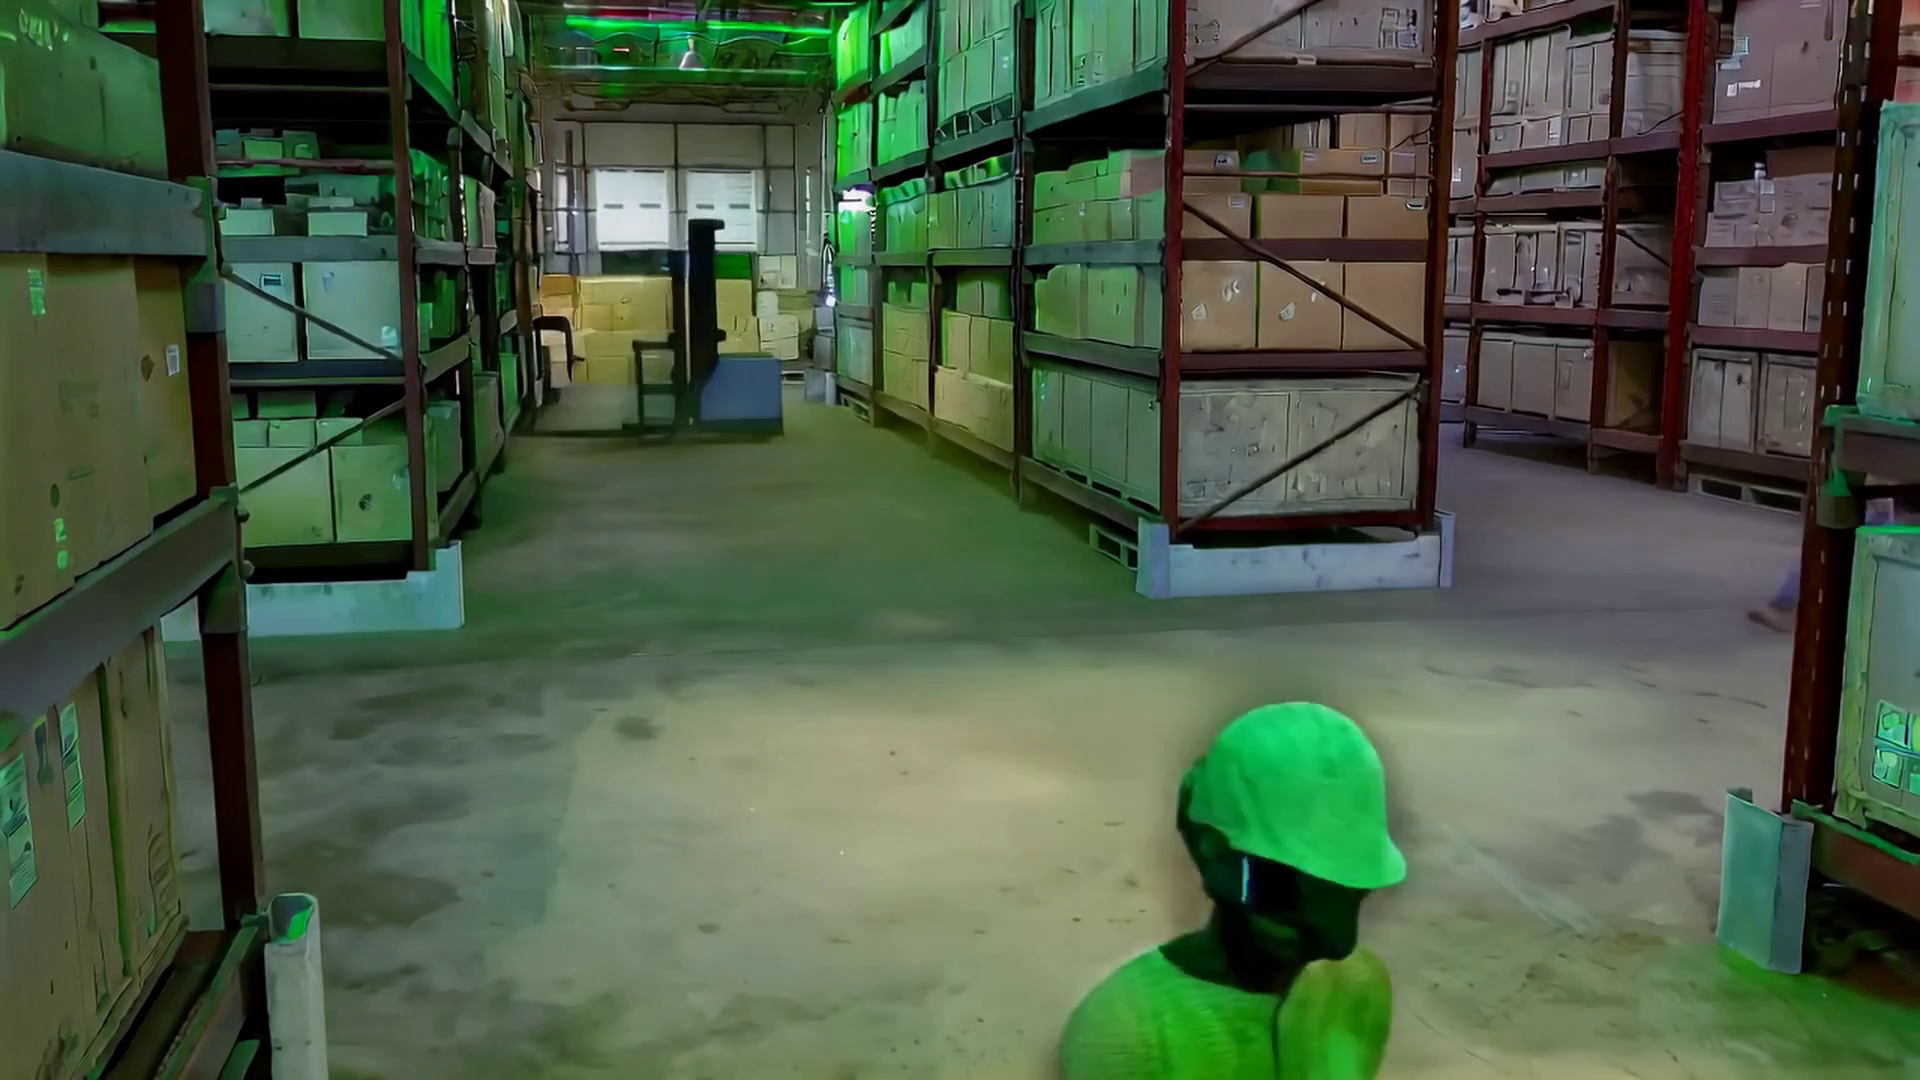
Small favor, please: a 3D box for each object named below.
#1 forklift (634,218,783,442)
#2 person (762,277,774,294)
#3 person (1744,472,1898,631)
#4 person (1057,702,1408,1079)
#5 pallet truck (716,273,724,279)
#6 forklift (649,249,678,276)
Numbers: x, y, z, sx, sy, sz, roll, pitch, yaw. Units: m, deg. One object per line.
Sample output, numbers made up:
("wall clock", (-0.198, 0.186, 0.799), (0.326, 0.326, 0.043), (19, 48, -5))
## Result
("forklift", (-3.266, -2.699, 21.277), (1.873, 2.768, 1.129), (-2, 10, -12))
("person", (-6.262, -7.468, 53.322), (0.978, 1.889, 0.651), (1, 9, 7))
("person", (5.344, -0.296, 9.967), (1.012, 1.783, 0.641), (0, 9, 0))
("person", (0.286, 1.016, 2.102), (0.516, 1.734, 0.767), (-5, 11, -28))
("pallet truck", (-8.580, -8.986, 62.280), (1.885, 1.965, 0.823), (1, 9, 5))
("forklift", (-9.883, -8.343, 55.675), (1.129, 2.768, 1.873), (-7, 12, -38))
